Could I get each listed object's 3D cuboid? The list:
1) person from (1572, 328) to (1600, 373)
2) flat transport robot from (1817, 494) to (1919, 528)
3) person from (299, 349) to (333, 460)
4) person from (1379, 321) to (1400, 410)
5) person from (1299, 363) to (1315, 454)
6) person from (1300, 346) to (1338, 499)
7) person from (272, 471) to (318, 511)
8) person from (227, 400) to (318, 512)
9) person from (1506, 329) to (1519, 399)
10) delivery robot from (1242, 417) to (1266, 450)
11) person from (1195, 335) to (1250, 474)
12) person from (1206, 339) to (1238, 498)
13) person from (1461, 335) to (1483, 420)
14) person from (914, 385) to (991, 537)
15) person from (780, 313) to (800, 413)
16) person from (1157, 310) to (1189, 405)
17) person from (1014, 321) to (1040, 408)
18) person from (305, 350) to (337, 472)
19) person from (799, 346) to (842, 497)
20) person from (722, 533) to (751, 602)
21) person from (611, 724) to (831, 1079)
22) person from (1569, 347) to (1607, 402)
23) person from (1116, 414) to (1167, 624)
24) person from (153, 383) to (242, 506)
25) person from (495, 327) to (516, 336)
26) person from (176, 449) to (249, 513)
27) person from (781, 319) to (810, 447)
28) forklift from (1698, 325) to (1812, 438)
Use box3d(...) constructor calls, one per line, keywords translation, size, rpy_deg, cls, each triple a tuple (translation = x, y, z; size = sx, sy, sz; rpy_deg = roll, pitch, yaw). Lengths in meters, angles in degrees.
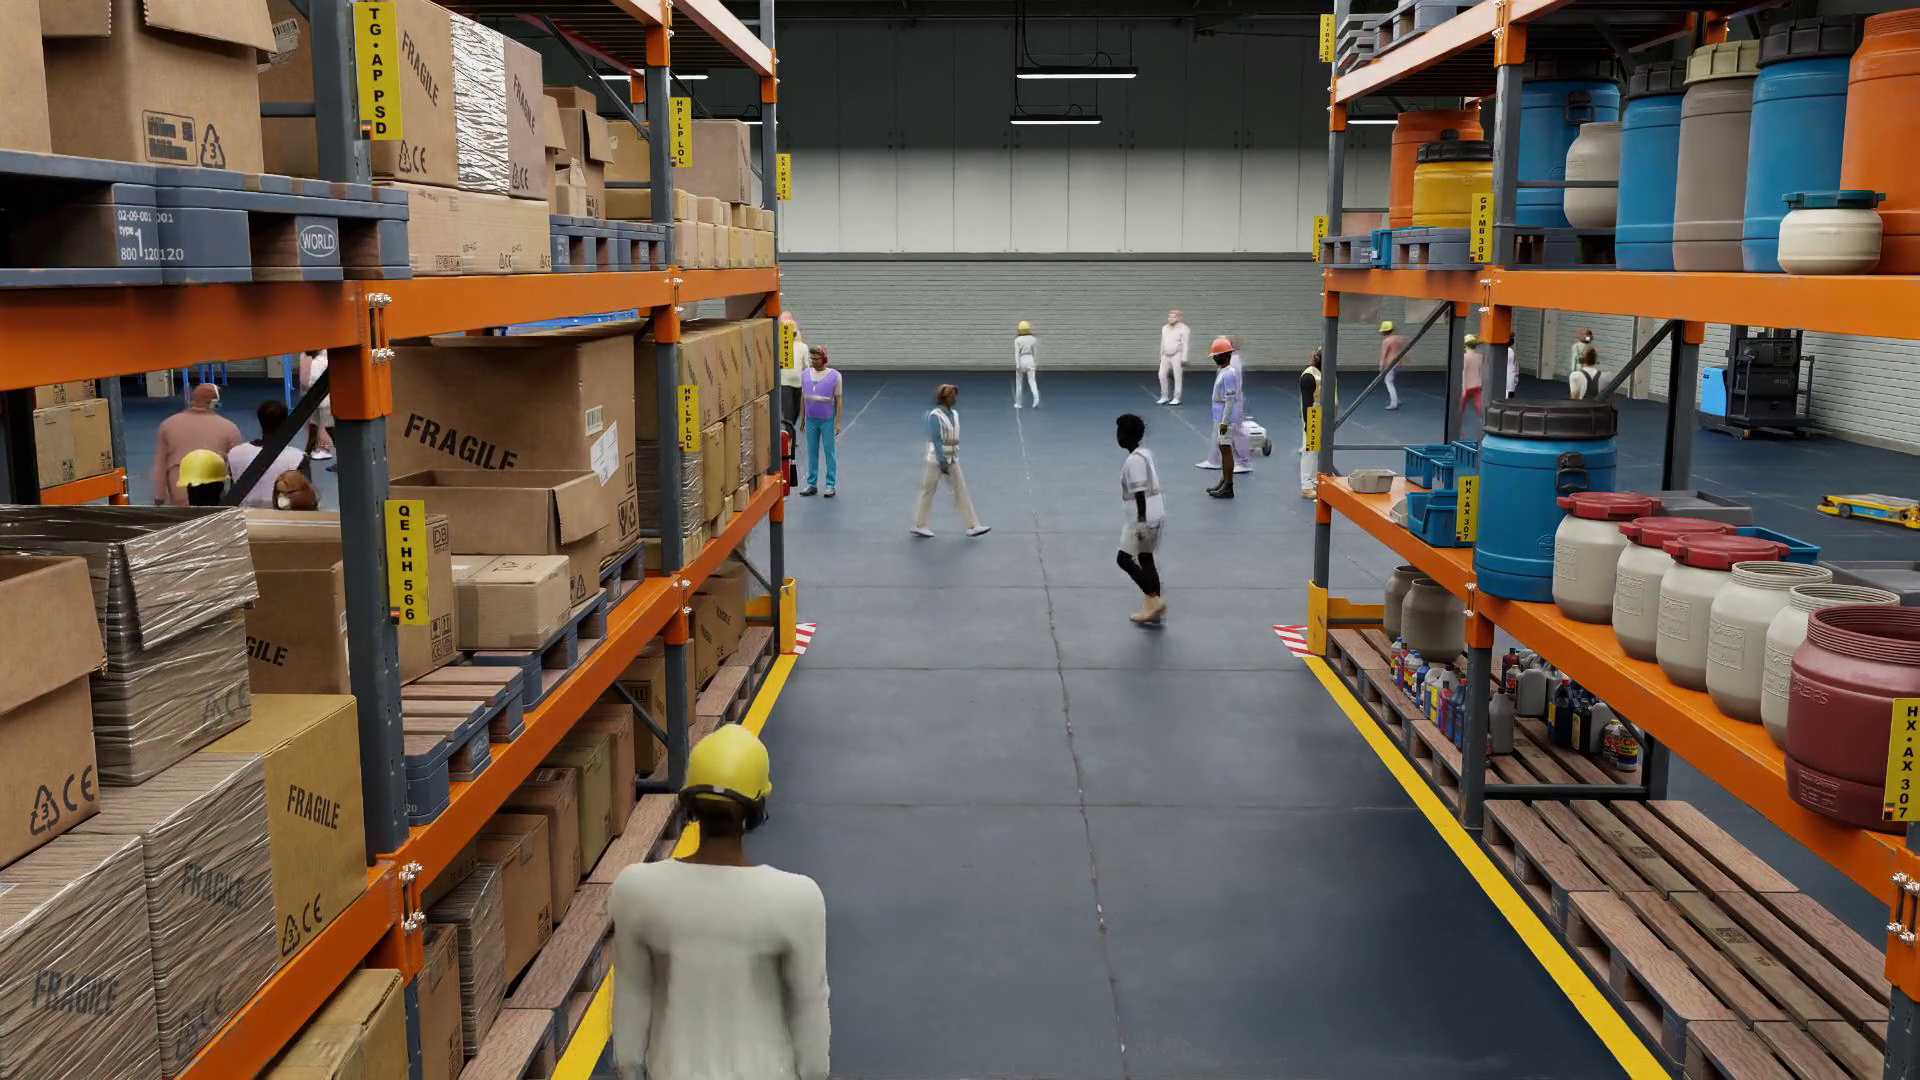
box3d(translation=(12.007, -3.282, 32.013), size=(0.498, 1.599, 0.824), rpy_deg=(-2, 10, -13), cls="person")
box3d(translation=(10.349, -0.336, 18.474), size=(0.652, 0.197, 1.431), rpy_deg=(-3, 10, -18), cls="flat transport robot")
box3d(translation=(-9.395, -2.126, 24.228), size=(0.652, 1.896, 0.401), rpy_deg=(6, 11, 33), cls="person")
box3d(translation=(8.329, -3.386, 32.252), size=(0.391, 1.724, 0.575), rpy_deg=(7, 12, 36), cls="person")
box3d(translation=(4.998, -1.826, 23.233), size=(0.389, 1.621, 0.530), rpy_deg=(3, 10, 18), cls="person")
box3d(translation=(4.389, -1.444, 20.301), size=(0.430, 1.841, 0.624), rpy_deg=(8, 12, 40), cls="person")
box3d(translation=(-4.033, 0.356, 10.265), size=(0.501, 1.592, 0.840), rpy_deg=(2, 10, 13), cls="person")
box3d(translation=(-4.767, -0.036, 11.680), size=(0.636, 1.897, 0.563), rpy_deg=(2, 10, 11), cls="person")
box3d(translation=(8.374, -2.333, 25.615), size=(0.429, 1.842, 0.635), rpy_deg=(-2, 10, -10), cls="person")
box3d(translation=(4.333, -1.601, 24.921), size=(0.477, 0.478, 0.707), rpy_deg=(-1, 10, -7), cls="delivery robot")
box3d(translation=(3.564, -1.842, 22.595), size=(0.861, 1.861, 0.666), rpy_deg=(2, 10, 12), cls="person")
box3d(translation=(3.204, -1.489, 20.304), size=(0.372, 1.928, 0.543), rpy_deg=(1, 9, 4), cls="person")
box3d(translation=(8.133, -2.411, 26.498), size=(0.531, 1.697, 0.975), rpy_deg=(-4, 10, -23), cls="person")
box3d(translation=(-0.126, -0.804, 17.207), size=(0.869, 1.592, 0.518), rpy_deg=(7, 12, 34), cls="person")
box3d(translation=(-3.290, -3.326, 31.388), size=(0.569, 1.896, 0.930), rpy_deg=(1, 10, 5), cls="person")
box3d(translation=(4.214, -3.644, 33.310), size=(0.673, 1.887, 0.657), rpy_deg=(8, 12, 40), cls="person")
box3d(translation=(1.314, -3.435, 32.596), size=(0.486, 1.713, 0.785), rpy_deg=(-3, 10, -19), cls="person")
box3d(translation=(-8.800, -1.864, 22.602), size=(0.876, 1.899, 0.548), rpy_deg=(-2, 10, -14), cls="person")
box3d(translation=(-1.704, -1.463, 20.415), size=(0.563, 1.837, 0.389), rpy_deg=(4, 10, 23), cls="person")
box3d(translation=(-1.840, -0.222, 13.047), size=(0.464, 1.811, 0.616), rpy_deg=(-3, 10, -15), cls="person")
box3d(translation=(-0.580, 1.317, 4.020), size=(0.540, 1.750, 0.442), rpy_deg=(0, 9, 2), cls="person")
box3d(translation=(7.846, -1.529, 20.953), size=(0.527, 1.785, 0.982), rpy_deg=(-1, 10, -7), cls="person")
box3d(translation=(1.416, -0.156, 13.061), size=(0.420, 1.668, 0.553), rpy_deg=(2, 10, 13), cls="person")
box3d(translation=(-6.285, -0.365, 13.814), size=(0.665, 1.847, 0.818), rpy_deg=(-1, 10, -6), cls="person")
box3d(translation=(-10.825, -4.730, 39.867), size=(0.817, 1.885, 0.629), rpy_deg=(6, 11, 31), cls="person")
box3d(translation=(-3.941, 0.444, 8.891), size=(0.601, 1.880, 0.974), rpy_deg=(1, 10, 5), cls="person")
box3d(translation=(-2.673, -2.486, 26.142), size=(0.615, 1.973, 0.834), rpy_deg=(-4, 10, -21), cls="person")
box3d(translation=(13.248, -3.165, 27.620), size=(1.129, 2.768, 1.873), rpy_deg=(0, 9, 1), cls="forklift")
